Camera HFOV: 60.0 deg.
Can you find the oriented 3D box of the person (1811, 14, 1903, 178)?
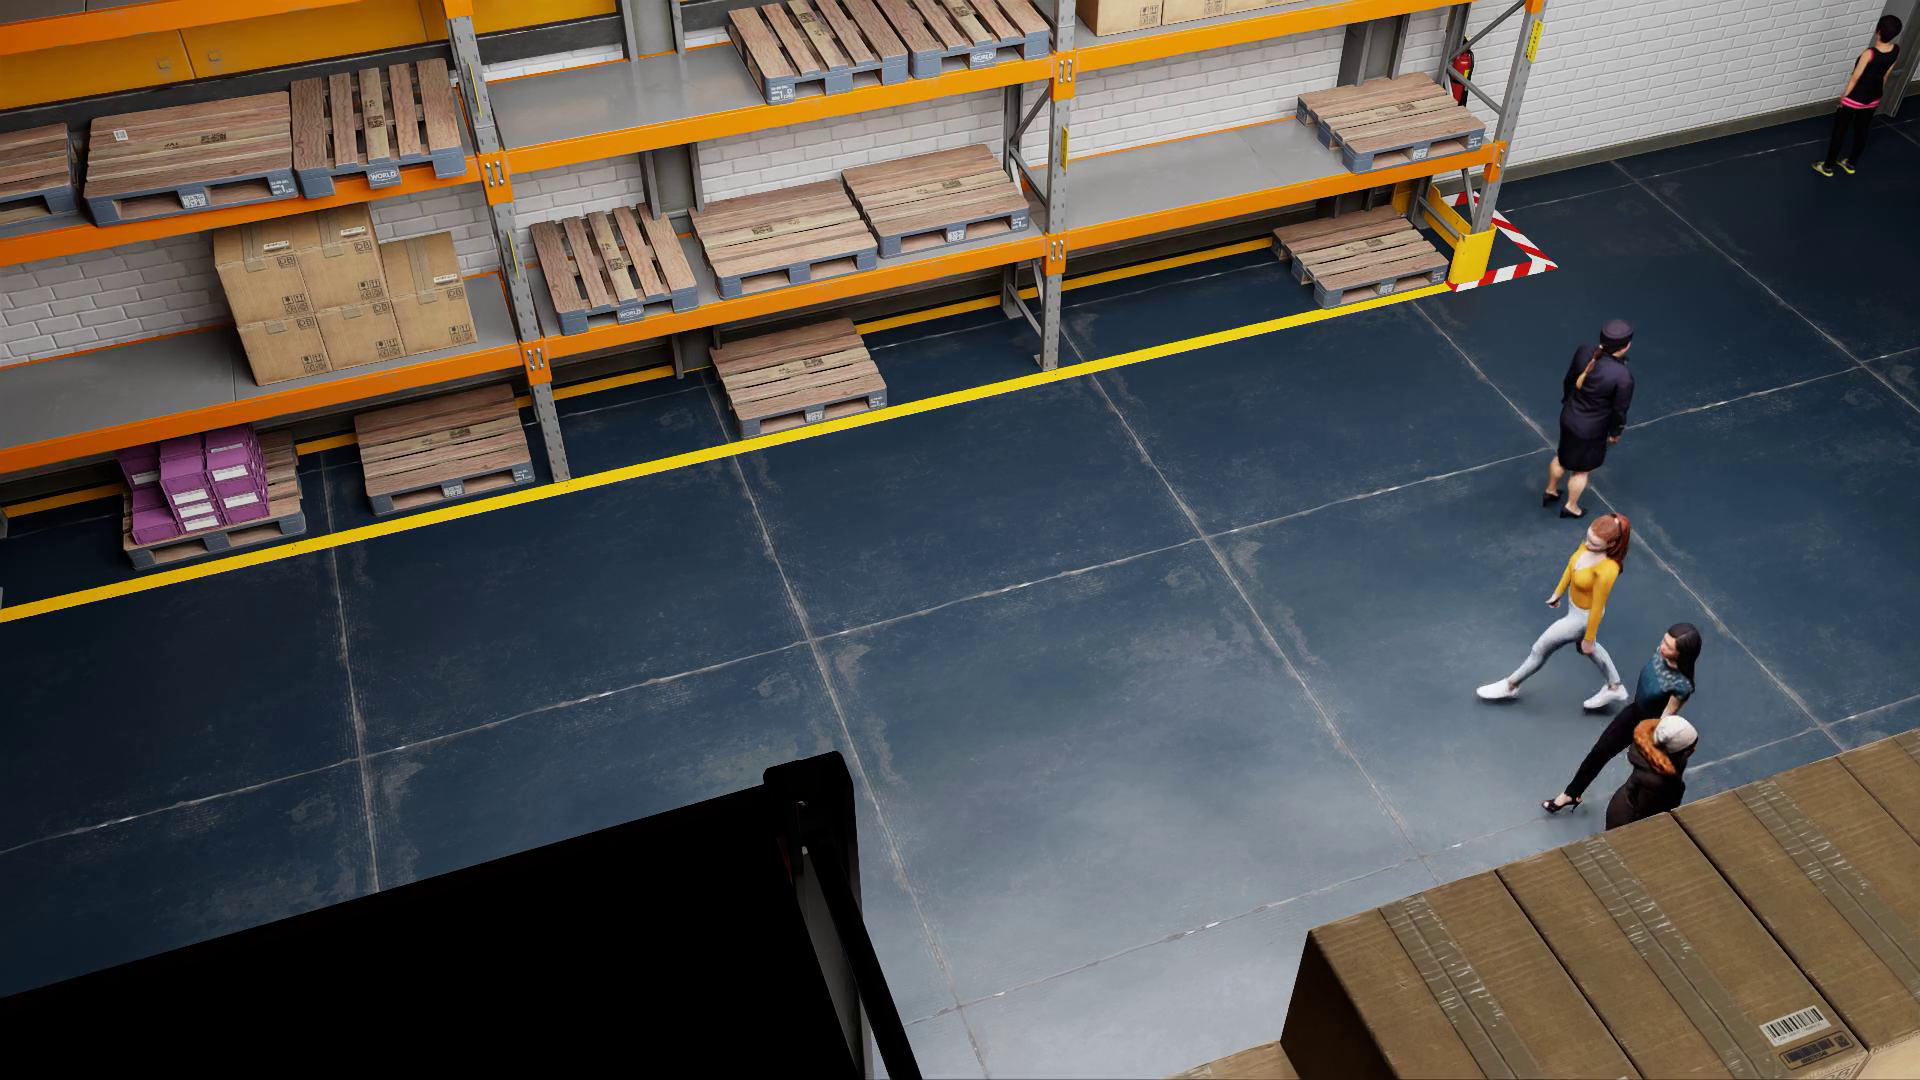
[{"bbox_3d":[8.329,-4.097,15.332,0.484,1.548,0.619,-8,44,-8],"label":"person"}]

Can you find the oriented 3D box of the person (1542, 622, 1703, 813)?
[{"bbox_3d":[4.119,1.093,9.763,0.963,1.716,0.716,-4,44,-4],"label":"person"}]

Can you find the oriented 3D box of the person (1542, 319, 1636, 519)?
[{"bbox_3d":[4.457,-0.847,11.831,0.674,1.671,0.729,-21,47,-20],"label":"person"}]

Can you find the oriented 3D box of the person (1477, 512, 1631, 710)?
[{"bbox_3d":[3.982,0.468,10.423,1.258,1.709,0.944,4,44,5],"label":"person"}]

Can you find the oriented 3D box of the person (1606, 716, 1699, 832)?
[{"bbox_3d":[3.751,1.537,9.364,0.948,1.623,0.888,18,46,18],"label":"person"}]
